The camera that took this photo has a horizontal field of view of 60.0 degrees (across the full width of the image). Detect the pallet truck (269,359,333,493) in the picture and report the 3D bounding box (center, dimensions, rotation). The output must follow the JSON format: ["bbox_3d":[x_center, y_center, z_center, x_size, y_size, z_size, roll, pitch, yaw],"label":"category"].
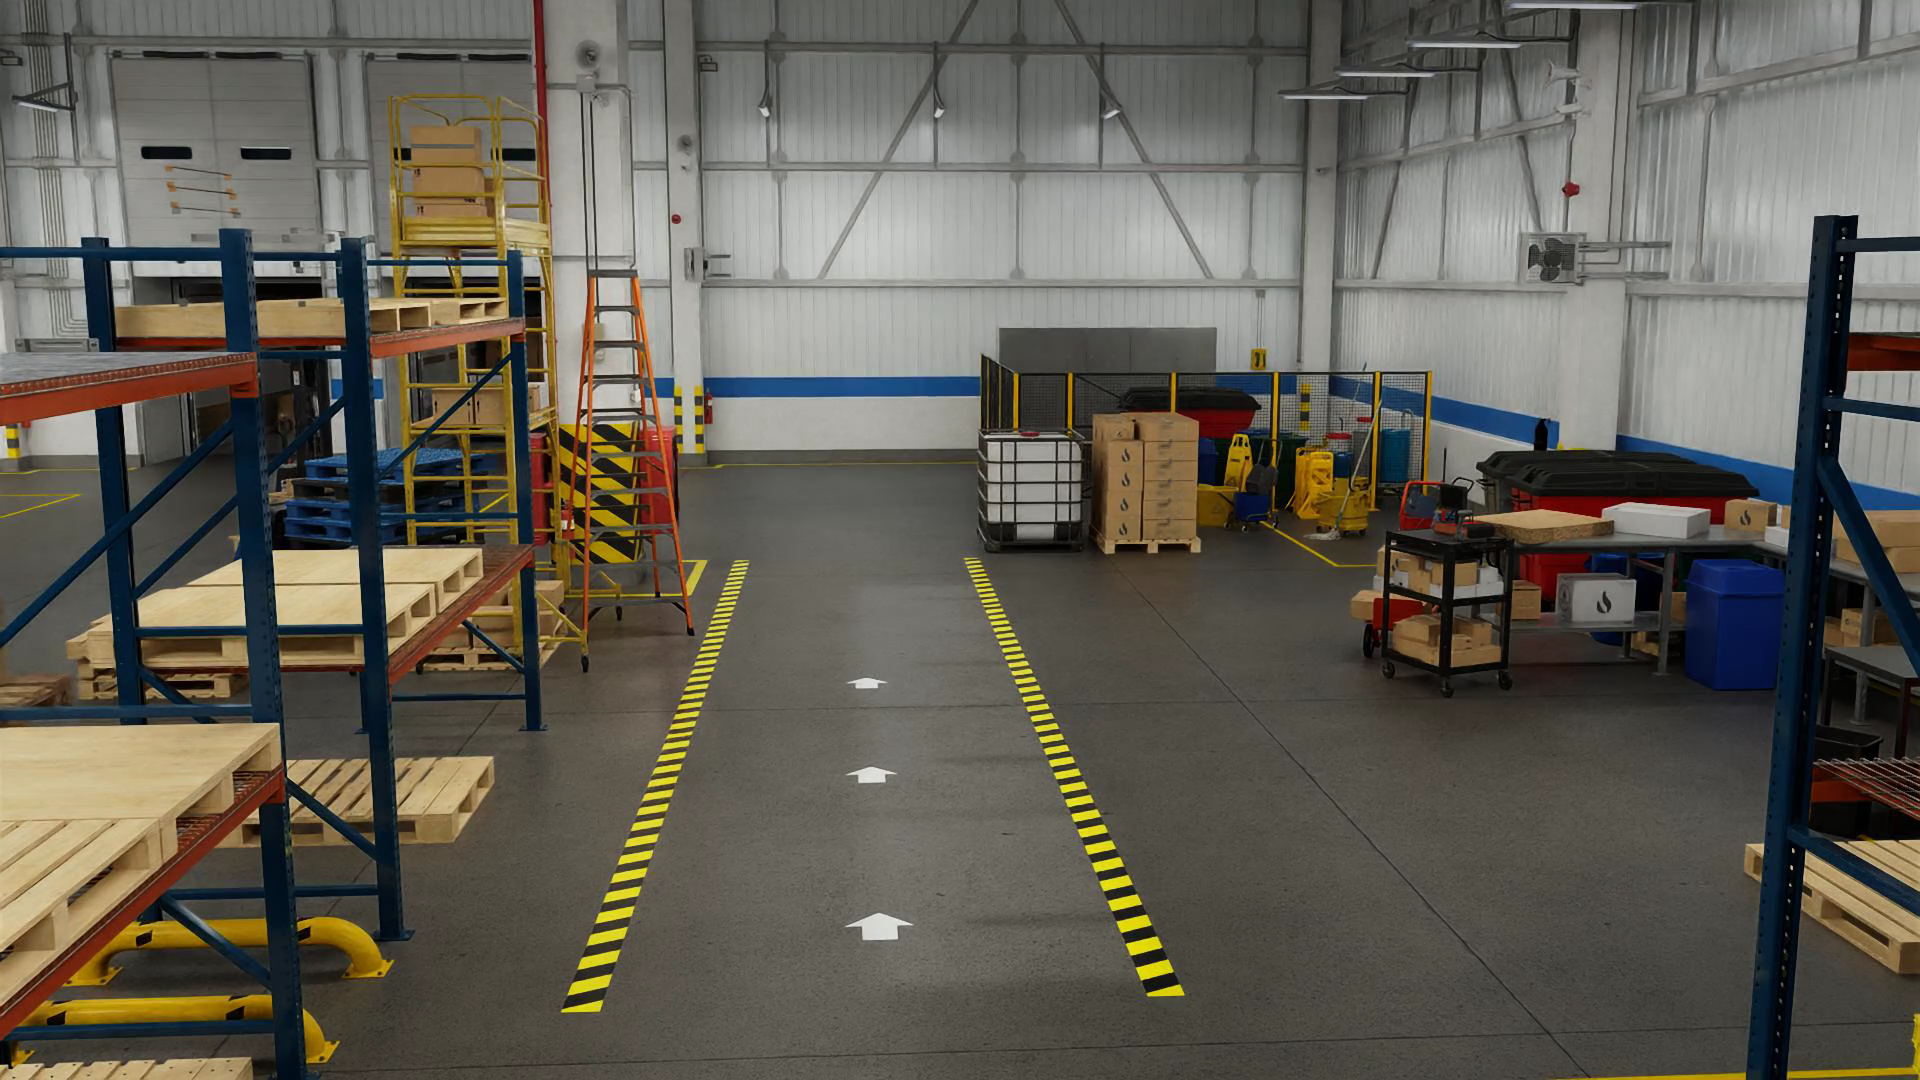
[{"bbox_3d":[-7.062,-1.131,18.996,1.885,1.965,0.823,2,9,13],"label":"pallet truck"}]
